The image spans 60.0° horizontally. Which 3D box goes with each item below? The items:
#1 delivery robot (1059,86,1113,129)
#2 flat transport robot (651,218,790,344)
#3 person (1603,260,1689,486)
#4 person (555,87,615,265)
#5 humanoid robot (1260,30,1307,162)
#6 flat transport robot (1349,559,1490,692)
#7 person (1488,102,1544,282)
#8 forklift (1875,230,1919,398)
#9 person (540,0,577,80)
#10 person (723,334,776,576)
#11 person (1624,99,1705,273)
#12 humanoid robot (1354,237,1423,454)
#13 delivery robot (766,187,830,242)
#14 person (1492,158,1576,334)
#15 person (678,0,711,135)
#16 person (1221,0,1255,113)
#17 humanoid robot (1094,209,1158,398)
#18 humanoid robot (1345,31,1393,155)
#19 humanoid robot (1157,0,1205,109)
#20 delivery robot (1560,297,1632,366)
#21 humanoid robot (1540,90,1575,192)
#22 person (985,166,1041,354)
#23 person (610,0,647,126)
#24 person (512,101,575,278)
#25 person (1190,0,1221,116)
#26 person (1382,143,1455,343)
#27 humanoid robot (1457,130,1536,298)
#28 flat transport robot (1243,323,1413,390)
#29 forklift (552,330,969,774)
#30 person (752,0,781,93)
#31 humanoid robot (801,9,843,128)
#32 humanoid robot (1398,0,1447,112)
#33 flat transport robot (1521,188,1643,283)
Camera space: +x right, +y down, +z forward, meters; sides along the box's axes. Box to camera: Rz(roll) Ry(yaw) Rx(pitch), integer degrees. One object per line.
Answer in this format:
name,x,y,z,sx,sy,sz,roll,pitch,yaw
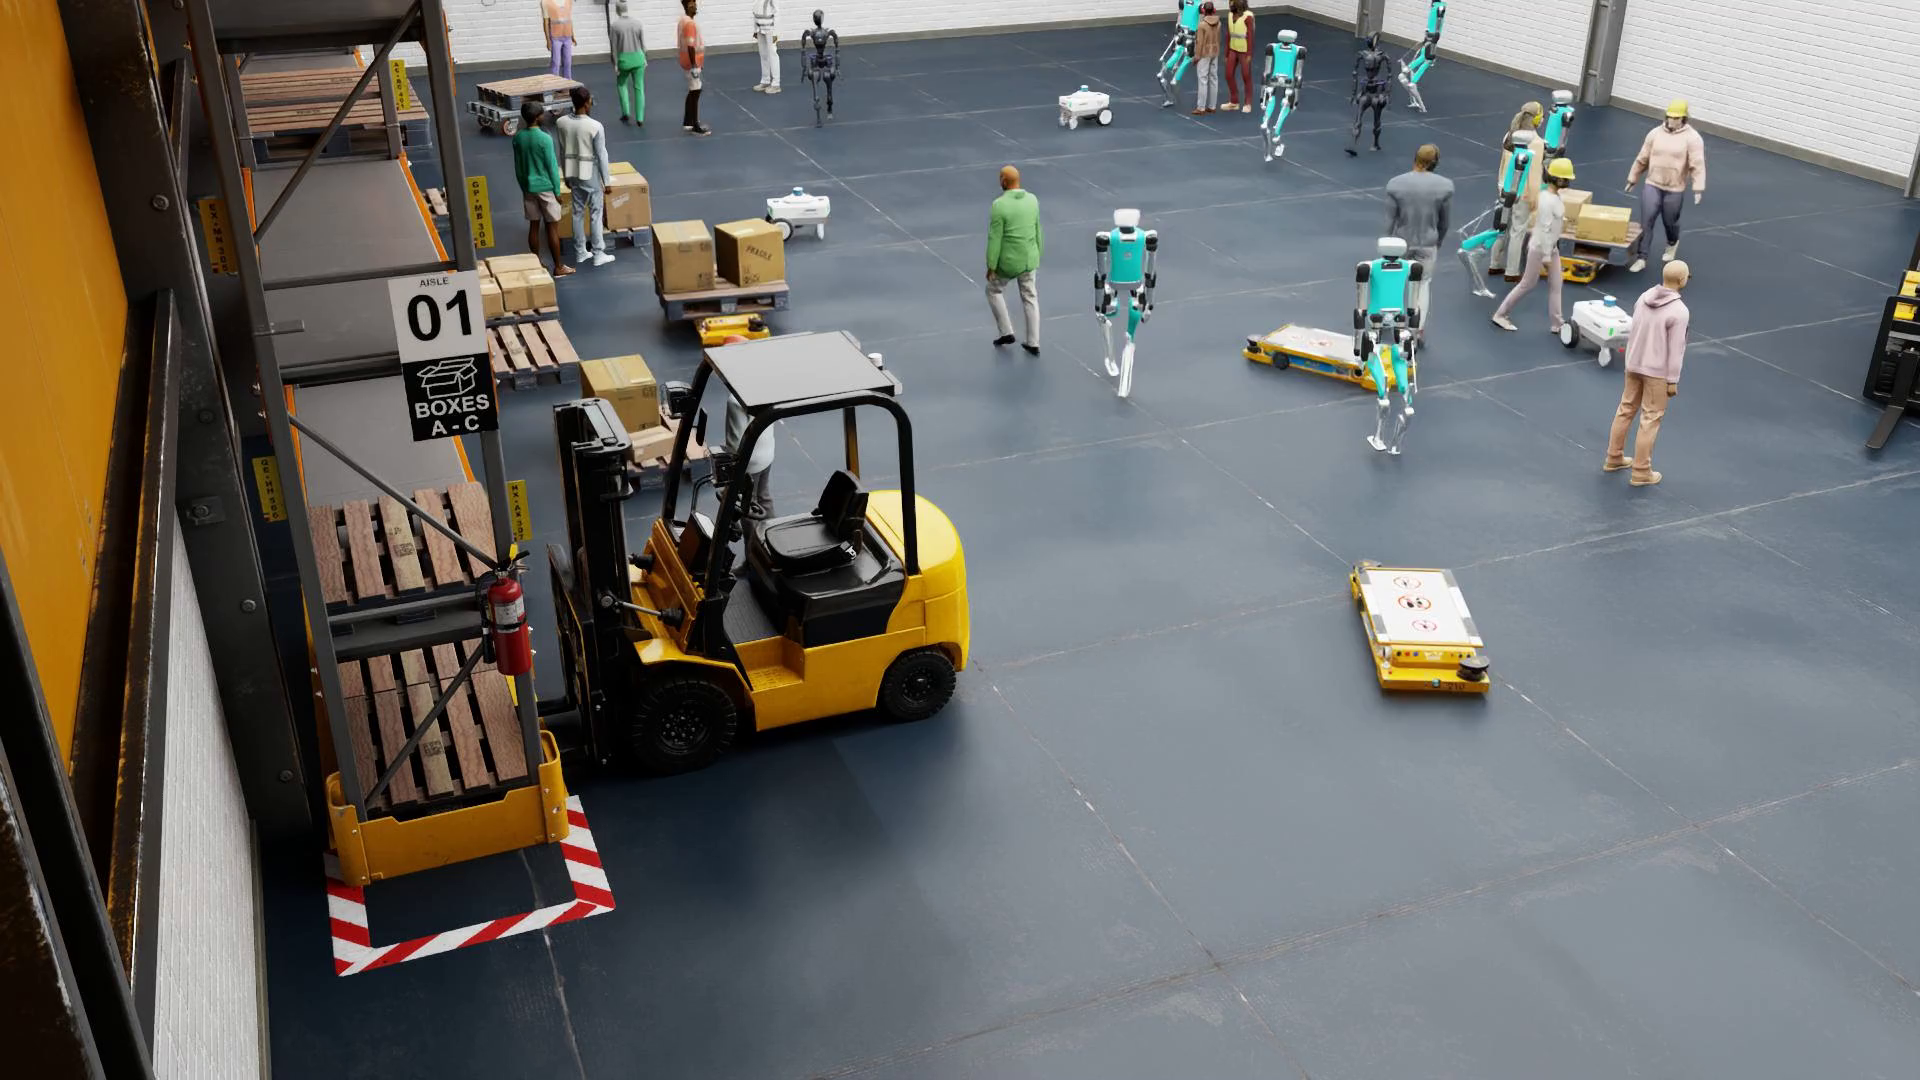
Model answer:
delivery robot,1.812,-6.313,24.200,0.753,0.571,0.499,-13,30,-25
flat transport robot,-2.354,-2.281,16.524,0.659,0.231,1.431,-7,28,-14
person,5.344,-1.300,12.901,0.408,1.775,0.526,-10,28,-20
person,-4.049,-3.913,17.951,0.597,1.910,0.403,11,29,21
humanoid robot,4.176,-5.754,21.800,0.558,1.736,1.031,8,28,16
flat transport robot,2.989,0.546,10.900,0.659,0.231,1.431,2,27,3
person,5.851,-3.654,17.474,0.397,1.874,0.562,-10,28,-20
forklift,9.029,-2.397,14.618,1.214,2.155,2.313,18,32,32
person,-6.157,-7.714,25.578,0.382,1.841,0.564,19,33,34
person,-1.475,-0.589,11.521,0.350,1.739,0.568,8,28,15
person,7.589,-3.828,17.853,0.822,1.842,0.783,18,32,32
humanoid robot,3.429,-1.457,13.266,0.541,1.763,0.840,0,27,0
delivery robot,-1.868,-3.758,19.116,0.742,0.570,0.499,-5,27,-9
person,5.610,-2.809,15.950,0.811,1.726,0.530,16,31,28
person,-3.805,-6.724,23.509,0.397,1.939,0.668,-5,27,-9
person,4.206,-7.274,24.816,0.425,1.745,0.515,-22,34,-37
humanoid robot,1.419,-2.153,14.665,0.543,1.733,0.991,0,27,0
humanoid robot,5.554,-6.023,22.448,0.613,1.627,0.770,19,32,33
humanoid robot,3.285,-7.332,24.986,0.750,1.797,0.543,-20,33,-34
delivery robot,6.054,-1.993,15.624,0.499,0.587,0.787,-5,27,-10
humanoid robot,6.343,-4.061,18.464,0.686,1.822,0.543,0,27,0
person,0.496,-2.598,15.501,0.662,1.747,0.594,-17,31,-30
person,-4.795,-6.954,24.087,0.544,1.821,0.692,-10,28,-18
person,-4.440,-3.685,17.562,0.491,1.848,0.396,9,28,17
person,3.665,-7.131,24.631,0.458,1.648,0.327,-16,31,-29
person,4.317,-2.829,15.808,0.621,1.897,0.730,9,28,17
humanoid robot,5.332,-3.206,16.856,0.749,1.892,0.546,8,28,16
flat transport robot,3.405,-1.703,15.376,1.431,0.231,0.659,20,33,34
forklift,-1.094,0.010,9.831,2.313,2.155,1.214,-10,28,-20
person,-3.042,-7.974,26.052,0.337,1.882,0.581,-22,34,-36
humanoid robot,-2.009,-6.862,24.129,0.610,1.645,0.742,-1,27,-1
humanoid robot,6.845,-7.281,24.861,0.658,1.816,0.554,2,27,3
flat transport robot,6.733,-3.110,18.174,0.659,0.231,1.431,16,31,29
